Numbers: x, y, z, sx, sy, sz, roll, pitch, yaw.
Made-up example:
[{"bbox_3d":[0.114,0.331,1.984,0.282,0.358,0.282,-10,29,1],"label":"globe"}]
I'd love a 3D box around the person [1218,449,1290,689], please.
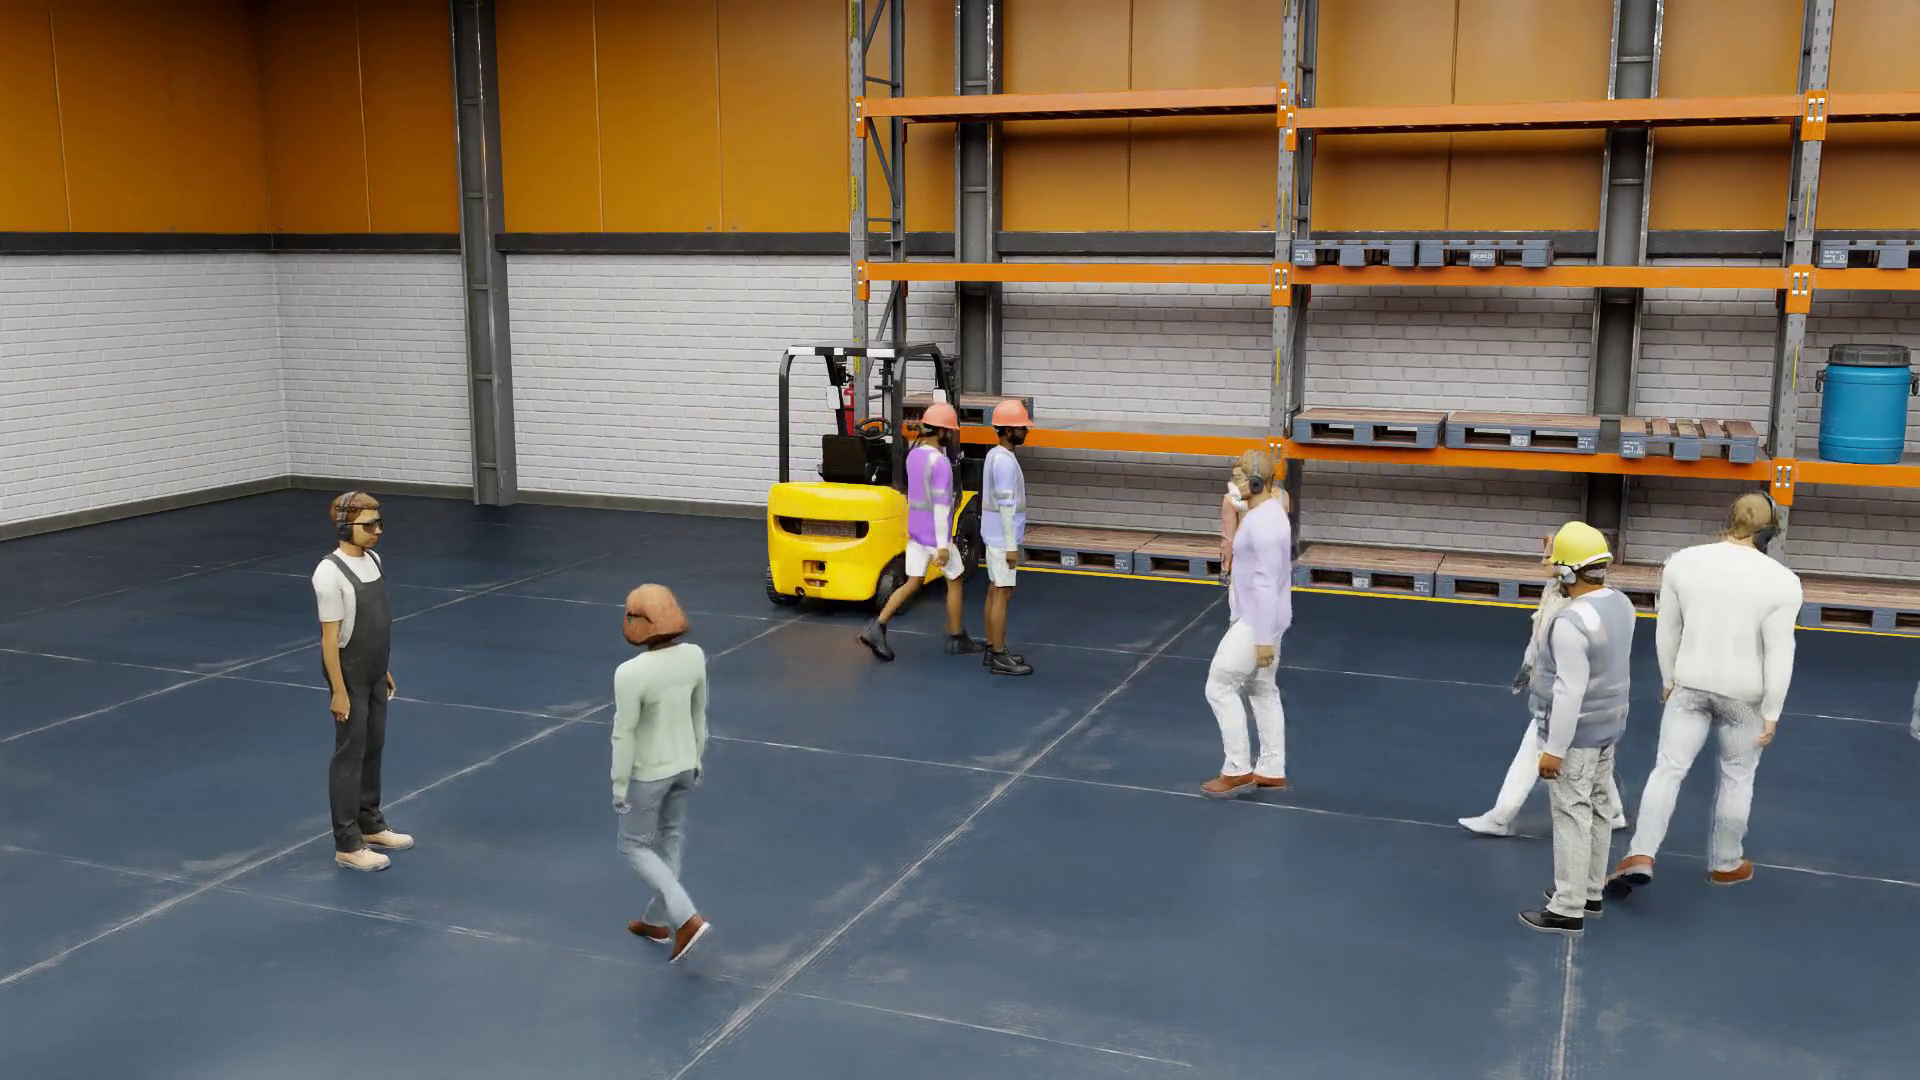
[{"bbox_3d":[2.002,0.198,11.335,0.517,1.641,0.308,-4,11,-20],"label":"person"}]

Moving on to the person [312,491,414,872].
[{"bbox_3d":[-2.919,0.675,8.106,0.330,1.843,0.520,1,10,7],"label":"person"}]

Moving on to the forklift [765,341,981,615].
[{"bbox_3d":[-0.739,-0.602,14.246,1.214,2.155,2.313,4,11,21],"label":"forklift"}]

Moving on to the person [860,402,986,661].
[{"bbox_3d":[-0.278,-0.053,12.071,0.946,1.893,0.547,-6,12,-30],"label":"person"}]

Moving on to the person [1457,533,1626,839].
[{"bbox_3d":[3.025,0.745,8.431,0.877,1.591,0.517,1,10,8],"label":"person"}]

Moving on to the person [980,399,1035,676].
[{"bbox_3d":[0.334,-0.022,11.725,0.373,1.939,0.545,-1,10,-6],"label":"person"}]

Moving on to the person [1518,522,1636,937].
[{"bbox_3d":[2.702,0.828,7.308,0.404,1.827,0.588,9,14,42],"label":"person"}]

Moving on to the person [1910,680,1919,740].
[{"bbox_3d":[4.766,0.850,7.811,0.524,1.582,0.839,2,10,12],"label":"person"}]

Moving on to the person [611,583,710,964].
[{"bbox_3d":[-1.258,0.981,7.026,0.590,1.621,0.518,8,13,36],"label":"person"}]

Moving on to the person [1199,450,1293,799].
[{"bbox_3d":[1.531,0.463,9.075,0.623,1.920,0.644,2,10,12],"label":"person"}]

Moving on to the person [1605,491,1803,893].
[{"bbox_3d":[3.448,0.733,7.645,0.644,1.909,0.811,9,14,41],"label":"person"}]
